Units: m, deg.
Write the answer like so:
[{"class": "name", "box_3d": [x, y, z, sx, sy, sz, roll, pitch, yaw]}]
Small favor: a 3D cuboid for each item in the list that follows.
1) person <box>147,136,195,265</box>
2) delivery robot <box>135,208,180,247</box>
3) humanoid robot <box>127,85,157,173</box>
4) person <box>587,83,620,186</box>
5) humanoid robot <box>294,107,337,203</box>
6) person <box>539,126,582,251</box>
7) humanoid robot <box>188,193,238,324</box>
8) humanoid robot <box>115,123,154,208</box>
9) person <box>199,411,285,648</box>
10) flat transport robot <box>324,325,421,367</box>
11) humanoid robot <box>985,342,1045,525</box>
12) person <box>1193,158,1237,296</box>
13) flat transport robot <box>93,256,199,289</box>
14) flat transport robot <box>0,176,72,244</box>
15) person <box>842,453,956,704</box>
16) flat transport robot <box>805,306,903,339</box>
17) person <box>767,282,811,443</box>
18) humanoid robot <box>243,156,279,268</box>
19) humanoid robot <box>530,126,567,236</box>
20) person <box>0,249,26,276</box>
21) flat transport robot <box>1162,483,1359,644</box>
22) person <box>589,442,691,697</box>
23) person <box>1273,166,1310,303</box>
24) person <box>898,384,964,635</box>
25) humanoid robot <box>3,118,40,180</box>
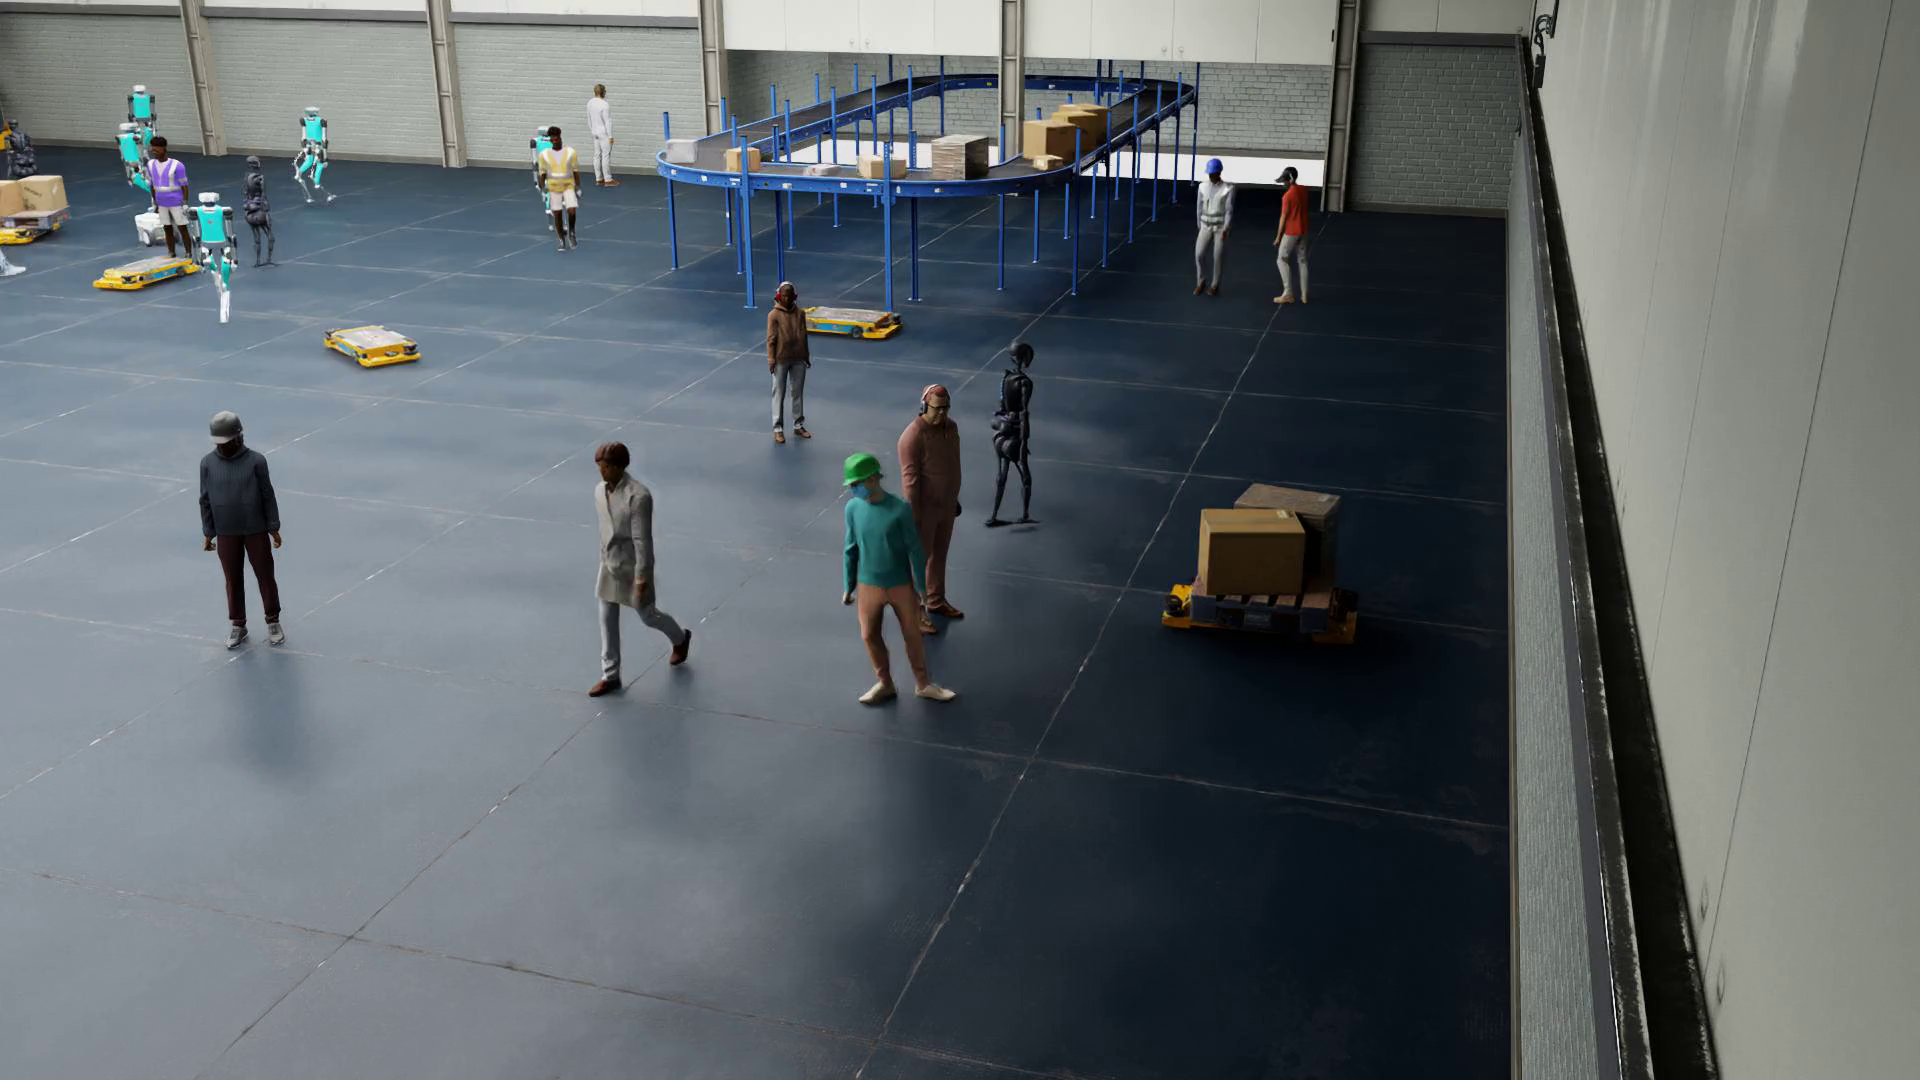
[{"class": "person", "box_3d": [-11.853, -5.067, 24.963, 0.606, 1.965, 0.369, 4, 21, 9]}, {"class": "delivery robot", "box_3d": [-13.034, -5.061, 26.929, 0.807, 0.609, 0.499, 20, 29, 41]}, {"class": "humanoid robot", "box_3d": [-16.637, -8.348, 33.805, 0.571, 1.784, 0.741, -18, 28, -39]}, {"class": "person", "box_3d": [-6.919, -7.836, 32.182, 0.634, 1.938, 0.360, 18, 27, 38]}, {"class": "humanoid robot", "box_3d": [-11.693, -6.874, 29.948, 0.540, 1.721, 1.007, 6, 22, 14]}, {"class": "person", "box_3d": [-6.280, -5.514, 26.147, 0.623, 1.947, 0.469, -4, 21, -9]}, {"class": "humanoid robot", "box_3d": [-9.735, -3.724, 21.867, 0.552, 1.756, 1.072, -6, 22, -15]}, {"class": "humanoid robot", "box_3d": [-13.764, -6.176, 28.158, 0.532, 1.786, 0.679, 9, 23, 21]}, {"class": "person", "box_3d": [-5.296, -0.087, 12.266, 0.542, 1.806, 0.379, -5, 22, -12]}, {"class": "flat transport robot", "box_3d": [-7.206, -2.384, 20.360, 0.659, 0.231, 1.431, -17, 27, -37]}, {"class": "humanoid robot", "box_3d": [0.468, -0.923, 14.636, 0.536, 1.639, 0.615, -8, 22, -19]}, {"class": "person", "box_3d": [3.513, -4.325, 23.108, 0.603, 1.921, 0.609, 12, 24, 28]}, {"class": "flat transport robot", "box_3d": [-11.879, -3.906, 24.307, 0.659, 0.231, 1.431, 6, 22, 15]}, {"class": "flat transport robot", "box_3d": [-15.451, -5.111, 27.435, 0.659, 0.231, 1.431, -3, 21, -7]}, {"class": "person", "box_3d": [-0.410, 0.286, 11.281, 0.773, 1.823, 0.354, 4, 21, 10]}, {"class": "flat transport robot", "box_3d": [-1.515, -2.804, 21.451, 1.431, 0.231, 0.659, 7, 22, 17]}, {"class": "person", "box_3d": [-1.756, -1.832, 17.001, 0.473, 1.650, 0.324, -13, 25, -30]}, {"class": "humanoid robot", "box_3d": [-10.581, -4.942, 25.052, 0.609, 1.653, 0.317, 16, 26, 35]}, {"class": "humanoid robot", "box_3d": [-6.727, -5.889, 27.457, 0.532, 1.778, 0.956, -9, 23, -21]}, {"class": "person", "box_3d": [-14.427, -4.769, 24.338, 0.990, 1.855, 0.598, -9, 23, -22]}, {"class": "flat transport robot", "box_3d": [2.322, 0.527, 12.809, 1.431, 0.231, 0.659, 6, 22, 14]}, {"class": "person", "box_3d": [-2.289, 0.155, 11.656, 0.510, 1.802, 0.842, 11, 24, 27]}, {"class": "person", "box_3d": [4.608, -4.178, 22.801, 0.611, 1.870, 0.456, -16, 26, -36]}, {"class": "person", "box_3d": [-0.184, -0.253, 12.564, 0.403, 1.905, 0.642, 14, 25, 32]}, {"class": "humanoid robot", "box_3d": [-16.548, -6.626, 29.461, 0.719, 1.647, 0.613, 8, 22, 19]}]
